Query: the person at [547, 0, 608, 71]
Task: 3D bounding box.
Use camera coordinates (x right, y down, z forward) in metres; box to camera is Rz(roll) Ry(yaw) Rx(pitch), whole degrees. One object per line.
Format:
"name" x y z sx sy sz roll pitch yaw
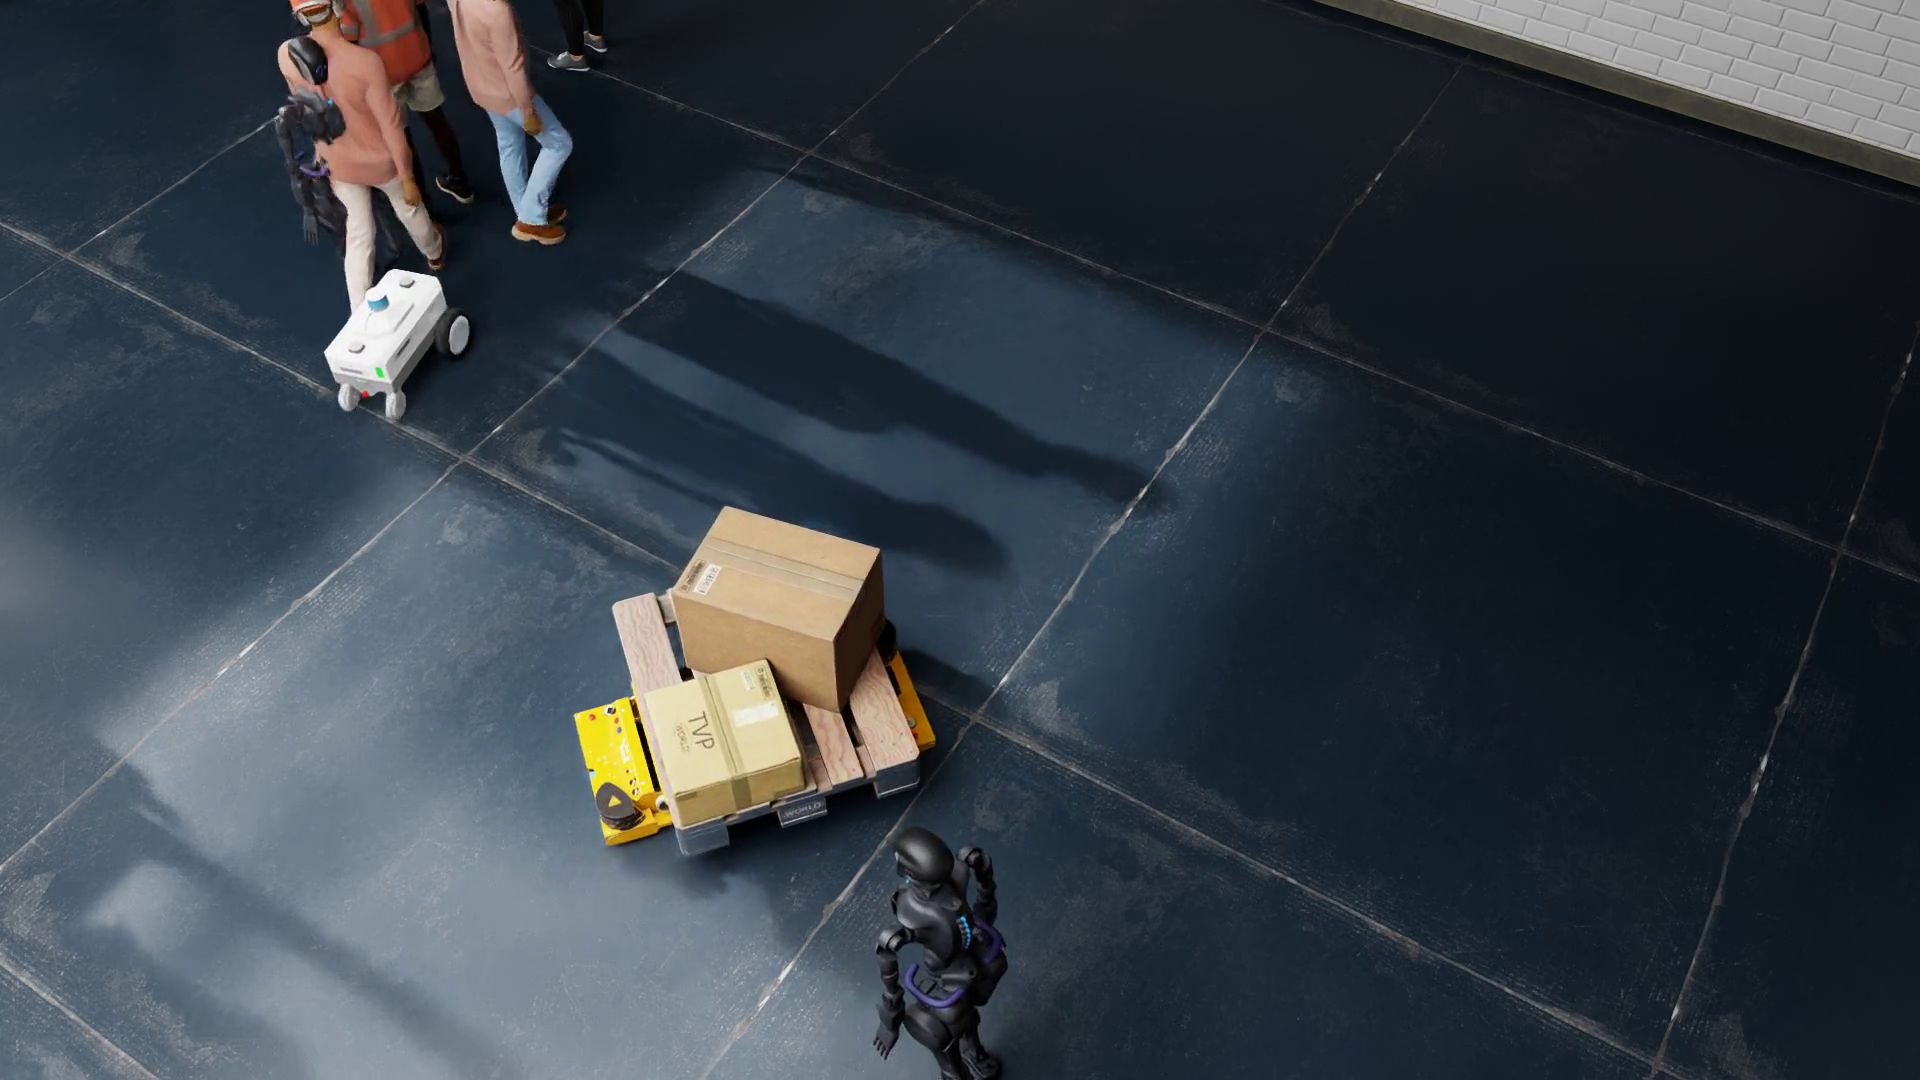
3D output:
"person" -2.437 -3.671 10.037 0.448 1.754 0.762 20 52 17

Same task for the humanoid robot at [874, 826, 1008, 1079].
"humanoid robot" -0.006 1.494 5.585 0.449 1.638 0.588 32 56 25

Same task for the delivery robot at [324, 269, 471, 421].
"delivery robot" -2.913 -1.050 8.554 0.499 0.612 0.796 12 50 10

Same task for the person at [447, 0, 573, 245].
"person" -2.386 -2.417 8.790 0.436 1.980 0.633 -34 57 -26

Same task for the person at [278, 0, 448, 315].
"person" -3.011 -1.952 8.422 0.646 1.925 1.005 8 49 7

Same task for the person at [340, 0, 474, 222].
"person" -3.061 -2.588 8.962 0.388 1.957 0.607 28 54 22

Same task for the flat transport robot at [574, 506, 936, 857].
"flat transport robot" -0.883 0.793 7.122 1.431 0.231 0.659 -15 51 -13

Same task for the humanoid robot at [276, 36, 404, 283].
"humanoid robot" -3.137 -1.803 8.454 0.332 1.645 0.589 28 54 22
